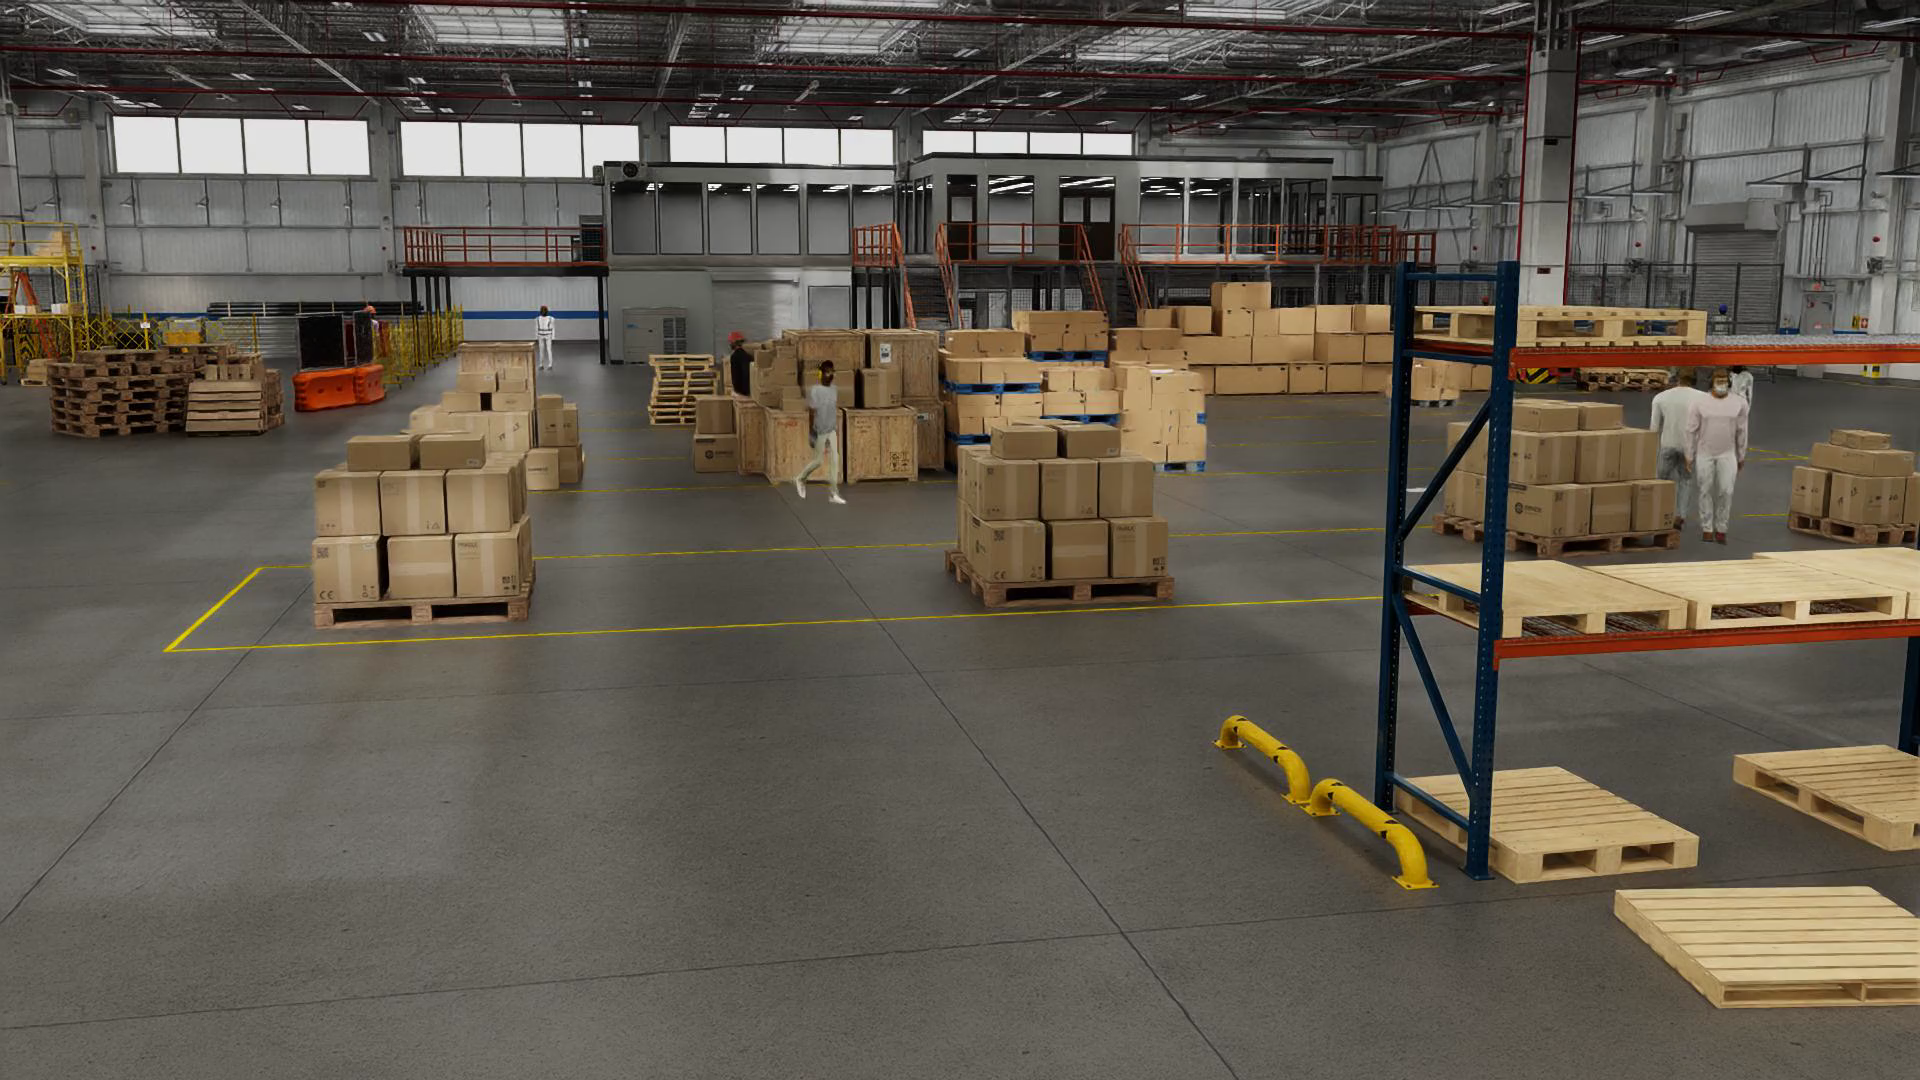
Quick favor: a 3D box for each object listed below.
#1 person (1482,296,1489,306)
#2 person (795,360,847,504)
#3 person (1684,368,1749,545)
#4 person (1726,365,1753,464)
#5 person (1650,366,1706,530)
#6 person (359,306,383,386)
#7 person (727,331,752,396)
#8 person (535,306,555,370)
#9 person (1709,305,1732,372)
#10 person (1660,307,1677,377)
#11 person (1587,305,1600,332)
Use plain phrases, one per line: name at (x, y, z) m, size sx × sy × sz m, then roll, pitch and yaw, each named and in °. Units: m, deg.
person at (18.314, -7.517, 58.129) m, size 0.612 × 1.997 × 0.376 m, roll 0°, pitch 9°, yaw 1°
person at (-1.787, -1.394, 21.296) m, size 0.788 × 1.847 × 0.514 m, roll 8°, pitch 12°, yaw 41°
person at (8.177, -0.895, 18.011) m, size 0.648 × 1.911 × 0.737 m, roll 3°, pitch 10°, yaw 19°
person at (11.759, -1.994, 25.274) m, size 0.492 × 1.729 × 0.423 m, roll 4°, pitch 10°, yaw 25°
person at (8.148, -1.022, 18.869) m, size 0.632 × 1.904 × 0.511 m, roll 6°, pitch 11°, yaw 32°
person at (-14.867, -4.895, 42.033) m, size 0.607 × 2.034 × 0.396 m, roll 4°, pitch 10°, yaw 24°
person at (-3.674, -2.475, 27.550) m, size 0.973 × 1.940 × 0.631 m, roll 4°, pitch 10°, yaw 24°
person at (-12.146, -5.910, 48.679) m, size 0.574 × 1.883 × 0.355 m, roll 0°, pitch 9°, yaw 2°
person at (21.602, -5.703, 47.222) m, size 0.615 × 1.945 × 0.404 m, roll 8°, pitch 12°, yaw 39°
person at (19.373, -5.441, 45.740) m, size 0.778 × 1.901 × 0.613 m, roll 9°, pitch 13°, yaw 42°
person at (18.045, -5.676, 47.115) m, size 0.546 × 1.931 × 0.391 m, roll 1°, pitch 9°, yaw 4°
